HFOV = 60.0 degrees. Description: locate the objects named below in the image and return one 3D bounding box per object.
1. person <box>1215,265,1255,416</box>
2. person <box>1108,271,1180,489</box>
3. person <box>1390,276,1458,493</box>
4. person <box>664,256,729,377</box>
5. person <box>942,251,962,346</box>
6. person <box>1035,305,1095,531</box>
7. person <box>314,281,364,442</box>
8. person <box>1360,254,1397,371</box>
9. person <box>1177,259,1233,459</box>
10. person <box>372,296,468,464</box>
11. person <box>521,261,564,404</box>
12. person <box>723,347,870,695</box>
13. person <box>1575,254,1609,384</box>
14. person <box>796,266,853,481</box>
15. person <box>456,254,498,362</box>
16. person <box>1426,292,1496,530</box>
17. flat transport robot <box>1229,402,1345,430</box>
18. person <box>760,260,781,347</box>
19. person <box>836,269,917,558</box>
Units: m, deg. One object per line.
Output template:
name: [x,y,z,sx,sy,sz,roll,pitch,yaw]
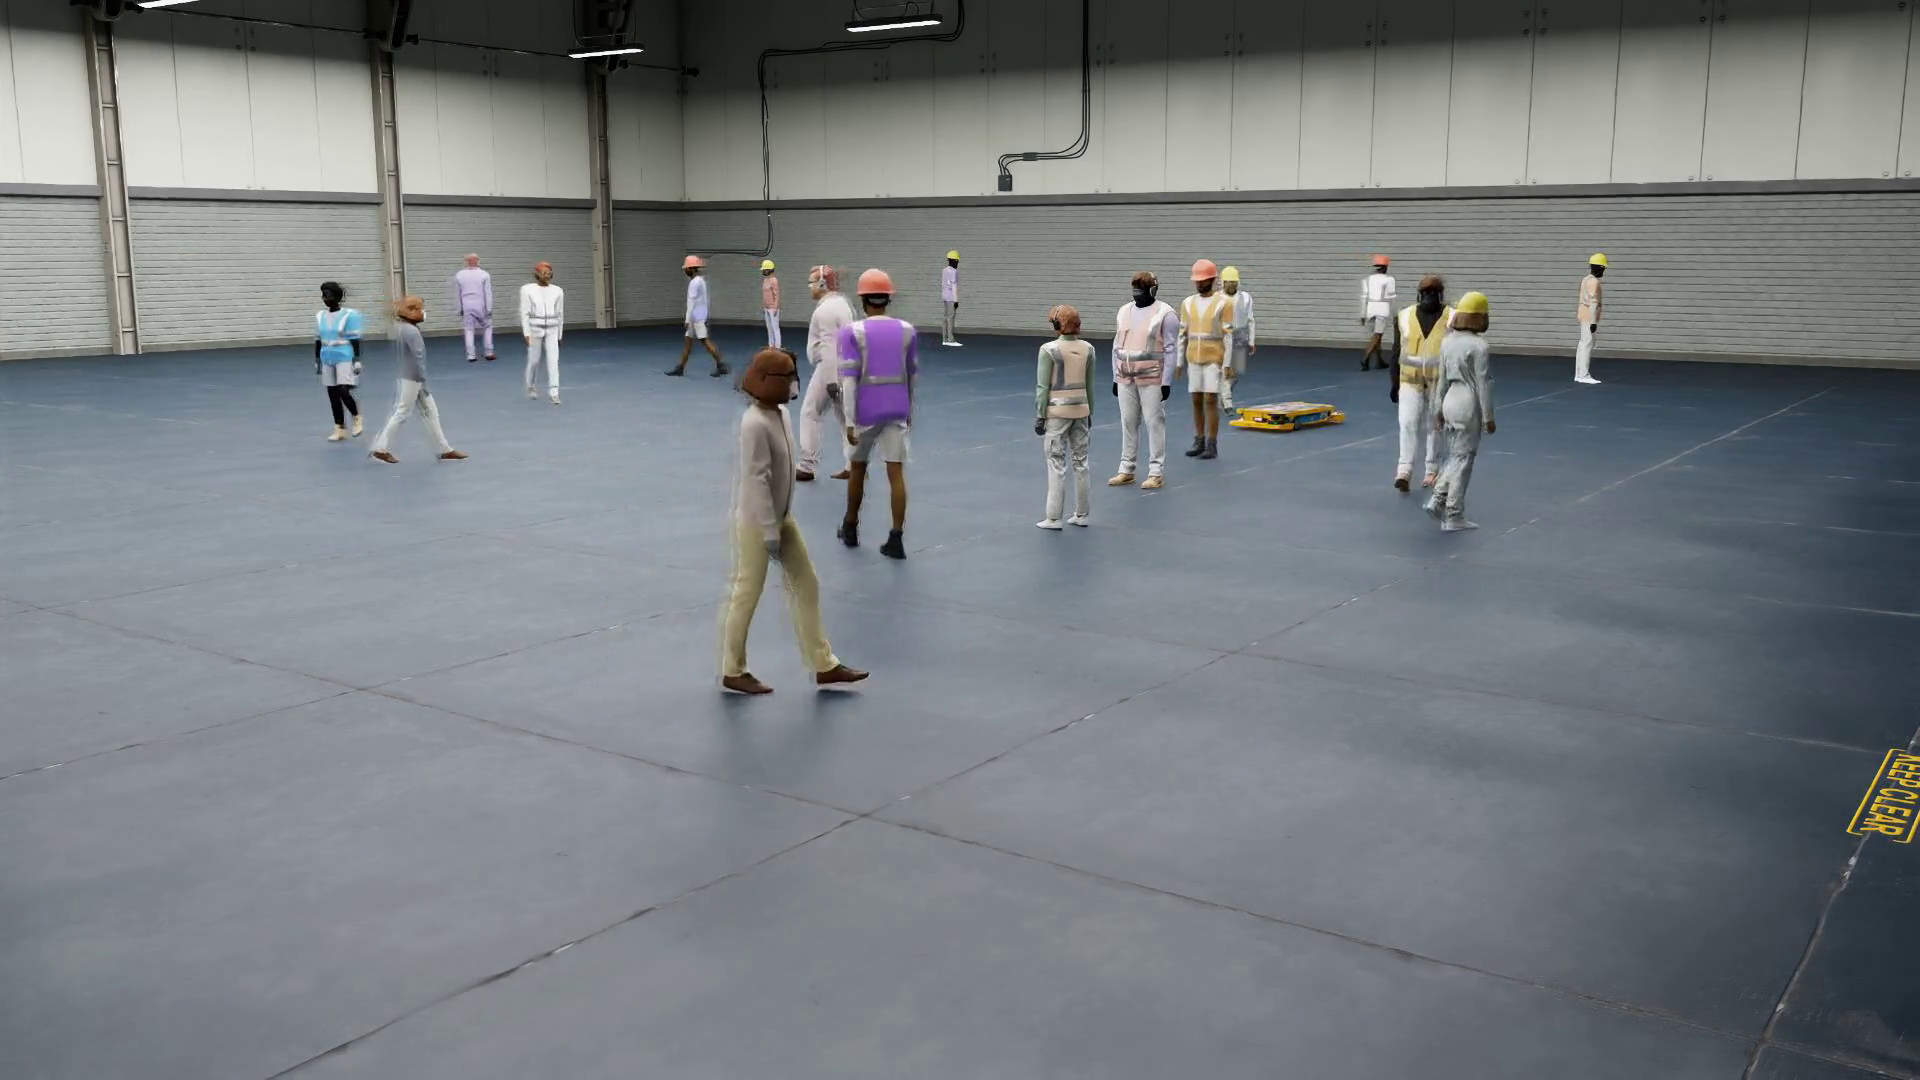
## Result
person: [3.277,-2.441,20.301,0.588,1.814,0.736,-2,10,-11]
person: [1.544,-1.359,14.154,0.625,1.846,0.429,8,13,40]
person: [3.898,-1.291,13.900,0.657,1.791,0.941,4,11,23]
person: [-4.091,-3.475,25.900,1.015,1.888,0.561,0,10,0]
person: [-0.176,-4.885,33.684,0.383,1.921,0.586,-4,11,-21]
person: [0.769,-0.886,12.102,0.517,1.635,0.312,-7,13,-36]
person: [-6.524,-1.862,17.409,0.552,1.682,0.371,3,11,17]
person: [6.822,-3.722,27.249,0.909,1.907,0.545,-9,13,-40]
person: [2.358,-1.747,16.133,0.552,1.930,0.389,7,12,34]
person: [-5.170,-1.511,15.717,0.866,1.588,0.518,-4,11,-20]
person: [-5.458,-2.714,21.738,0.573,1.857,0.911,-5,11,-26]
person: [-0.762,-0.068,7.565,0.763,1.602,0.528,2,10,13]
person: [9.391,-3.286,24.735,0.391,1.919,0.589,2,10,10]
person: [-1.230,-1.447,14.572,0.838,1.876,0.668,2,10,13]
person: [-8.523,-4.091,29.379,0.655,1.877,0.808,1,10,4]
person: [3.667,-0.920,12.005,0.360,1.727,0.493,-3,11,-17]
flat transport robot: [3.722,-1.417,18.882,0.652,0.197,1.431,9,14,41]
person: [-3.488,-4.253,30.590,0.329,1.765,0.526,-6,12,-30]
person: [-0.567,-0.861,11.212,0.562,1.897,0.925,-4,11,-19]
